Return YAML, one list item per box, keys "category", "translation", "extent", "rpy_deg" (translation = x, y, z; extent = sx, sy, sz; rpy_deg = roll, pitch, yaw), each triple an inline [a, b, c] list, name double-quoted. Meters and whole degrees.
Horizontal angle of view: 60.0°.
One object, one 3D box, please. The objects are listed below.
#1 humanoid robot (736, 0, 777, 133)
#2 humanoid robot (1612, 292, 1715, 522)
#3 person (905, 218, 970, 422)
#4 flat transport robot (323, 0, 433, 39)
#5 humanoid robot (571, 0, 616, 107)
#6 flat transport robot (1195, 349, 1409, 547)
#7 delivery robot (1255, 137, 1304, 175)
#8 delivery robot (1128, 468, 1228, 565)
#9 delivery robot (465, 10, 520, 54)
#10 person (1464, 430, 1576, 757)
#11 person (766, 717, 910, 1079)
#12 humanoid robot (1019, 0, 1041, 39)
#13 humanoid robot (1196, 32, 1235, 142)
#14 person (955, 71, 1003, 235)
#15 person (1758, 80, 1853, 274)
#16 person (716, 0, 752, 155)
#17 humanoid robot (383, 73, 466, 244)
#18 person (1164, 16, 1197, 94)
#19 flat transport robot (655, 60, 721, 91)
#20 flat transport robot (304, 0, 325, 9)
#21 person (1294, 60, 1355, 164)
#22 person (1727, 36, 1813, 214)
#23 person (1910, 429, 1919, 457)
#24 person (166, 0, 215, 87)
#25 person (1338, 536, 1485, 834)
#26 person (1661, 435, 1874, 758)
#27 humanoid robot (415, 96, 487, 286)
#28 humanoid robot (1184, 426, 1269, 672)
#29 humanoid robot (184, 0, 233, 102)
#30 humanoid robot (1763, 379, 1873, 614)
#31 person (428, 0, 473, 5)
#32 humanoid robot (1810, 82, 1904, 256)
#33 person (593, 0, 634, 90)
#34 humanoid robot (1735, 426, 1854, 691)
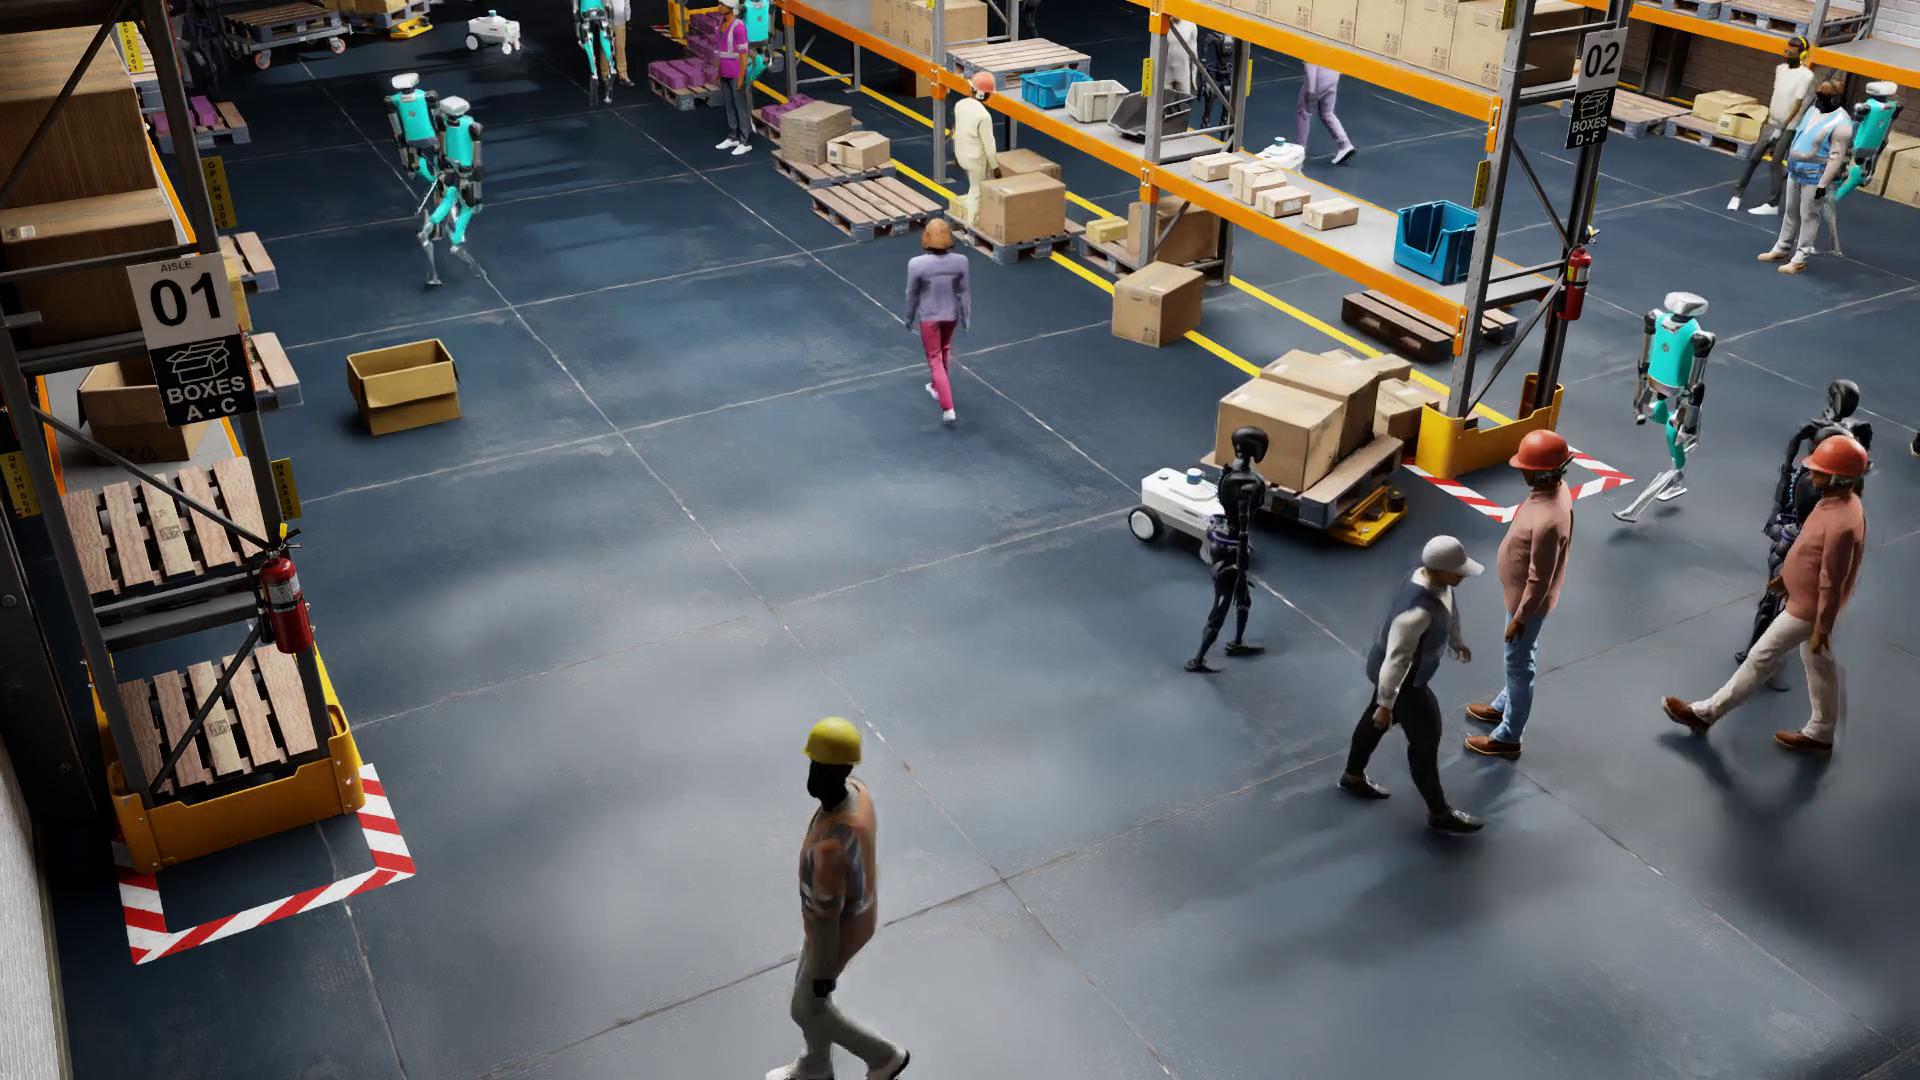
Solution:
- category: "humanoid robot"
  translation: [-2.571, -5.800, 20.097]
  extent: [0.536, 1.839, 0.801]
  rpy_deg: [-20, 35, -31]
- category: "humanoid robot"
  translation: [5.020, -0.924, 11.557]
  extent: [1.019, 1.737, 0.535]
  rpy_deg: [-14, 33, -23]
- category: "person"
  translation: [-0.156, -1.739, 13.103]
  extent: [0.496, 1.596, 0.799]
  rpy_deg: [-12, 32, -20]
- category: "flat transport robot"
  translation: [-8.668, -7.664, 24.752]
  extent: [1.431, 0.231, 0.659]
  rpy_deg: [8, 31, 13]
- category: "humanoid robot"
  translation: [-4.556, -6.282, 20.959]
  extent: [0.544, 1.883, 0.655]
  rpy_deg: [-12, 32, -20]
- category: "flat transport robot"
  translation: [2.447, -0.358, 12.034]
  extent: [1.431, 0.231, 0.659]
  rpy_deg: [22, 36, 33]
- category: "delivery robot"
  translation: [3.478, -4.096, 18.272]
  extent: [0.525, 0.614, 0.785]
  rpy_deg: [20, 35, 31]
- category: "delivery robot"
  translation: [1.583, -0.207, 11.497]
  extent: [0.499, 0.609, 0.812]
  rpy_deg: [-26, 39, -38]
- category: "delivery robot"
  translation: [-6.664, -7.245, 23.750]
  extent: [0.781, 0.610, 0.518]
  rpy_deg: [13, 32, 21]
- category: "person"
  translation: [3.102, 0.299, 9.169]
  extent: [0.390, 1.984, 0.611]
  rpy_deg: [10, 31, 16]
- category: "person"
  translation: [-0.566, 1.602, 6.998]
  extent: [0.551, 1.875, 0.615]
  rpy_deg: [1, 30, 1]
- category: "humanoid robot"
  translation: [1.017, -7.686, 23.385]
  extent: [0.425, 1.643, 0.590]
  rpy_deg: [9, 31, 15]
- category: "humanoid robot"
  translation: [3.016, -5.277, 19.167]
  extent: [0.599, 1.657, 0.315]
  rpy_deg: [-6, 30, -11]
- category: "person"
  translation: [0.184, -3.789, 16.527]
  extent: [0.405, 1.733, 0.606]
  rpy_deg: [-13, 32, -22]
- category: "person"
  translation: [8.099, -3.470, 15.876]
  extent: [0.429, 1.841, 0.624]
  rpy_deg: [-4, 30, -7]
- category: "person"
  translation: [-2.644, -5.403, 19.234]
  extent: [0.339, 1.845, 0.508]
  rpy_deg: [-22, 37, -34]
- category: "humanoid robot"
  translation: [-5.295, -3.830, 16.586]
  extent: [0.573, 1.749, 0.740]
  rpy_deg: [-3, 30, -5]
- category: "person"
  translation: [2.431, -5.315, 19.039]
  extent: [0.562, 1.888, 0.379]
  rpy_deg: [-1, 30, -2]
- category: "flat transport robot"
  translation: [-3.533, -6.147, 22.110]
  extent: [0.659, 0.231, 1.431]
  rpy_deg: [-15, 33, -24]
- category: "flat transport robot"
  translation: [-9.610, -8.298, 25.854]
  extent: [0.659, 0.231, 1.431]
  rpy_deg: [-23, 37, -34]
- category: "person"
  translation: [4.145, -5.195, 18.852]
  extent: [0.828, 1.868, 0.677]
  rpy_deg: [26, 39, 38]
- category: "person"
  translation: [8.475, -4.304, 17.323]
  extent: [0.464, 1.847, 0.502]
  rpy_deg: [-11, 32, -19]
- category: "person"
  translation: [7.557, -1.516, 12.370]
  extent: [0.613, 1.947, 0.435]
  rpy_deg: [18, 35, 28]
- category: "person"
  translation: [-10.294, -6.884, 21.738]
  extent: [0.596, 1.926, 0.501]
  rpy_deg: [1, 30, 2]
- category: "person"
  translation: [2.455, 0.728, 8.687]
  extent: [0.864, 1.719, 0.747]
  rpy_deg: [11, 32, 18]
- category: "person"
  translation: [4.577, 0.298, 9.204]
  extent: [0.990, 1.942, 0.650]
  rpy_deg: [15, 33, 24]
- category: "humanoid robot"
  translation: [-4.847, -3.165, 15.496]
  extent: [0.549, 1.790, 0.892]
  rpy_deg: [22, 36, 33]
- category: "humanoid robot"
  translation: [1.650, 0.074, 9.874]
  extent: [0.525, 1.637, 0.586]
  rpy_deg: [1, 30, 2]
- category: "humanoid robot"
  translation: [-9.685, -6.468, 21.263]
  extent: [0.550, 1.633, 0.610]
  rpy_deg: [14, 33, 22]
- category: "humanoid robot"
  translation: [5.330, -0.217, 10.363]
  extent: [0.584, 1.650, 0.379]
  rpy_deg: [-4, 30, -7]
- category: "person"
  translation: [-8.092, -9.307, 26.278]
  extent: [0.840, 1.590, 0.510]
  rpy_deg: [-24, 37, -35]
- category: "humanoid robot"
  translation: [8.611, -3.643, 16.284]
  extent: [0.541, 1.782, 0.746]
  rpy_deg: [-10, 31, -17]
- category: "person"
  translation: [-4.552, -6.823, 21.794]
  extent: [0.562, 1.752, 0.332]
  rpy_deg: [-20, 36, -31]
- category: "humanoid robot"
  translation: [4.960, 0.078, 9.845]
  extent: [0.315, 1.657, 0.599]
  rpy_deg: [7, 31, 12]
